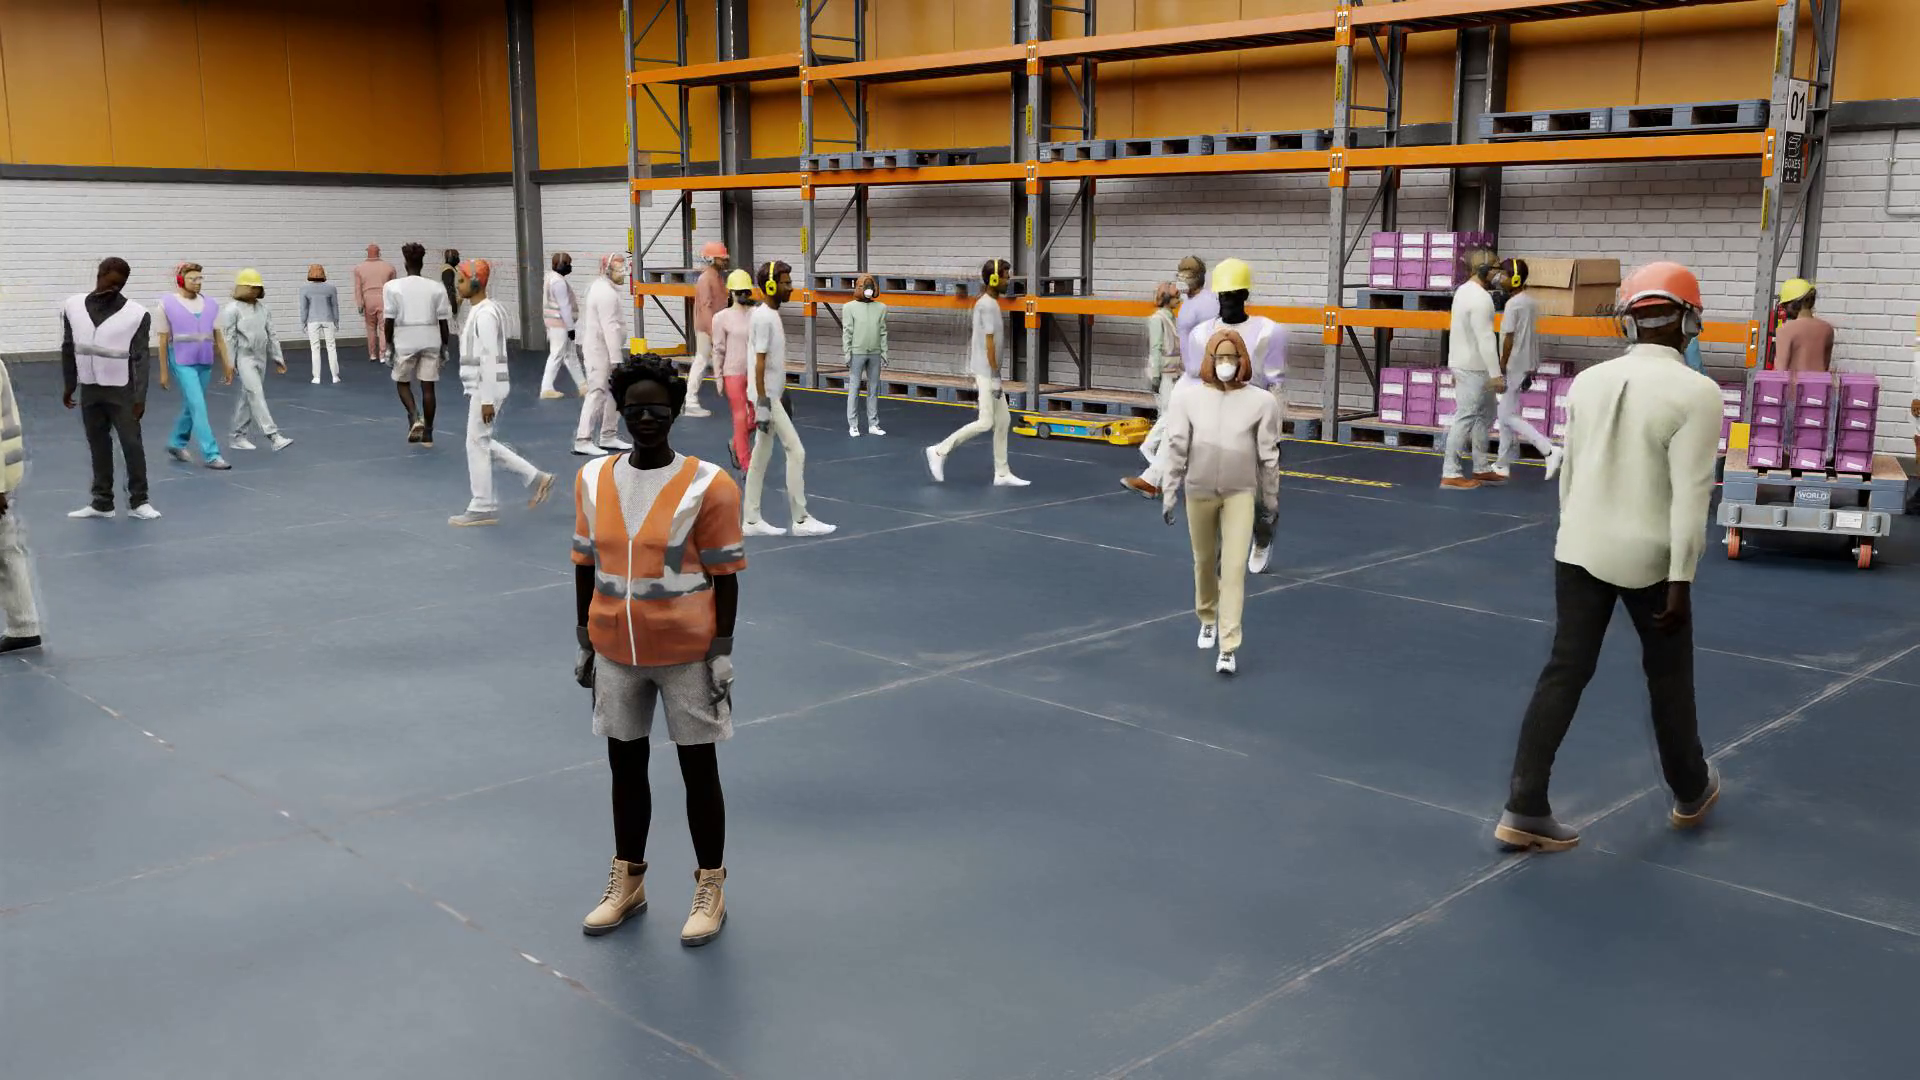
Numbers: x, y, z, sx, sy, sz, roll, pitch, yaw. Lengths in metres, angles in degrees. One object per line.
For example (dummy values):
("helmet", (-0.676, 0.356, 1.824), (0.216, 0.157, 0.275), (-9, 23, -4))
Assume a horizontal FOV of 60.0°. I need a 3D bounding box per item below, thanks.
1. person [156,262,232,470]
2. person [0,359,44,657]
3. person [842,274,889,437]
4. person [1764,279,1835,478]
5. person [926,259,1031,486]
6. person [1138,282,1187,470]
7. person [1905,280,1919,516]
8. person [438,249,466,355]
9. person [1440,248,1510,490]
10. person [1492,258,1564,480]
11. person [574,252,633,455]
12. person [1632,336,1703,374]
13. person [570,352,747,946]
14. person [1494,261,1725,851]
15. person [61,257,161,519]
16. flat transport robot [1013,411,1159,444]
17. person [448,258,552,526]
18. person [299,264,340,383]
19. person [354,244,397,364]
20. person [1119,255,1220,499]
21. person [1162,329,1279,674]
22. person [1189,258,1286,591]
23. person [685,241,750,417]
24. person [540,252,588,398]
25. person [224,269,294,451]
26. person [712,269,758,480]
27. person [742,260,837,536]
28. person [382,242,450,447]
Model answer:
("person", (-6.753, -1.535, 14.591), (0.969, 1.803, 0.590), (6, 12, 29))
("person", (-4.735, -0.300, 7.806), (0.681, 1.806, 0.615), (-6, 12, -30))
("person", (-0.952, -1.865, 16.827), (0.498, 1.633, 0.285), (-6, 12, -29))
("person", (6.161, -1.055, 12.224), (0.535, 1.696, 0.904), (-2, 11, -12))
("person", (0.152, -1.332, 13.384), (0.769, 1.842, 0.526), (1, 10, 6))
("person", (1.787, -1.395, 14.279), (0.372, 1.626, 0.546), (5, 12, 26))
("person", (6.951, -1.060, 11.677), (0.623, 1.889, 0.765), (-1, 10, -3))
("person", (-8.624, -4.008, 28.074), (0.957, 1.802, 0.644), (-2, 11, -12))
("person", (4.179, -1.336, 13.175), (0.736, 1.911, 0.649), (1, 10, 6))
("person", (4.652, -1.395, 13.732), (0.723, 1.842, 0.549), (8, 13, 36))
("person", (-3.282, -1.701, 15.302), (0.655, 1.866, 0.663), (-2, 11, -10))
("person", (5.260, -1.032, 12.360), (0.781, 1.599, 0.524), (-7, 12, -32))
("person", (-0.873, 0.314, 4.765), (0.538, 1.700, 0.317), (3, 11, 16))
("person", (2.220, 0.058, 5.500), (1.044, 1.927, 0.647), (-6, 12, -31))
("person", (-6.087, -1.059, 11.831), (0.735, 1.864, 0.383), (0, 10, 1))
("flat transport robot", (1.281, -1.130, 16.535), (1.431, 0.197, 0.652), (9, 14, 40))
("person", (-3.269, -1.031, 11.659), (0.650, 1.869, 0.581), (-4, 11, -20))
("person", (-8.769, -2.961, 22.800), (0.498, 1.634, 0.283), (-5, 11, -24))
("person", (-9.257, -3.759, 26.513), (0.650, 1.872, 0.912), (-2, 11, -10))
("person", (1.782, -1.213, 12.624), (1.040, 1.878, 0.638), (-2, 11, -8))
("person", (1.233, -0.201, 7.873), (0.537, 1.587, 0.863), (2, 11, 12))
("person", (1.600, -0.664, 9.566), (0.591, 1.901, 0.875), (5, 12, 26))
("person", (-2.644, -2.318, 18.440), (1.017, 1.937, 0.657), (3, 11, 16))
("person", (-4.905, -2.668, 20.732), (0.791, 1.807, 0.651), (-4, 11, -18))
("person", (-6.561, -1.668, 15.551), (0.888, 1.696, 0.499), (4, 11, 23))
("person", (-1.830, -1.382, 13.866), (0.524, 1.744, 0.723), (-7, 13, -35))
("person", (-1.136, -0.930, 11.135), (0.767, 1.846, 0.555), (-1, 10, -5))
("person", (-5.189, -1.858, 15.896), (0.625, 1.954, 0.451), (-5, 12, -27))
